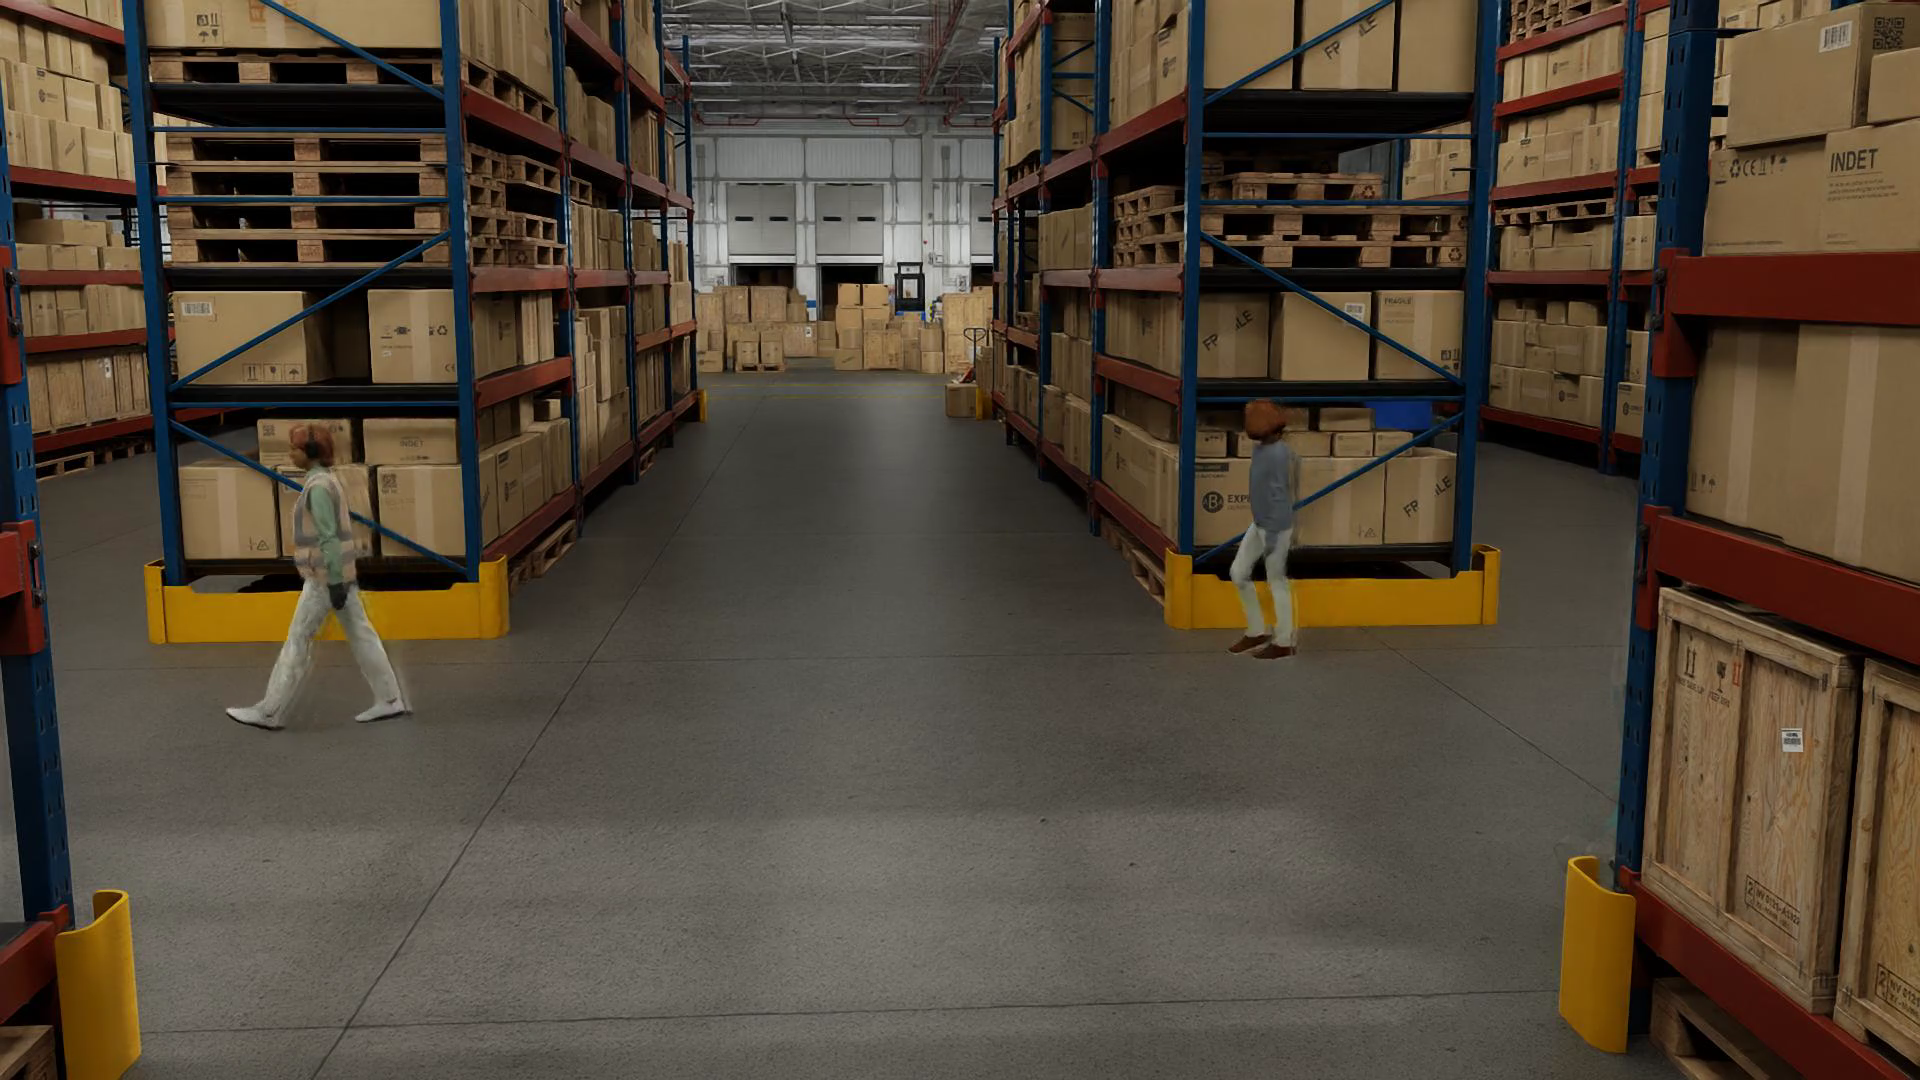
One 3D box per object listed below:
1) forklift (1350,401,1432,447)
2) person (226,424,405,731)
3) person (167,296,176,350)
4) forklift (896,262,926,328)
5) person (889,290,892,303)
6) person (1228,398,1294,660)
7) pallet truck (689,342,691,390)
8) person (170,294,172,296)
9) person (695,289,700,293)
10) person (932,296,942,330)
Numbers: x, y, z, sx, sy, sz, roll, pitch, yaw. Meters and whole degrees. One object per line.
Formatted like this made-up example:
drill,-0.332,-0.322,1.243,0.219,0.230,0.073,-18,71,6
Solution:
forklift,5.293,-2.611,22.228,1.873,2.768,1.129,-1,9,-4
person,-3.345,0.193,8.619,0.878,1.588,0.537,-2,9,-15
person,-24.561,-6.738,51.760,0.469,1.728,0.533,-6,11,-33
forklift,-1.780,-8.547,59.499,1.129,2.768,1.873,-1,9,-4
person,-2.894,-9.145,66.396,1.013,1.876,0.560,-3,10,-20
person,1.827,-0.055,10.129,0.502,1.603,0.522,-1,9,-8
pallet truck,-5.225,-3.008,27.480,1.885,1.965,0.823,2,9,14
person,-29.593,-8.617,62.757,0.400,1.987,0.608,0,9,1
person,-8.454,-7.152,53.802,0.662,1.893,0.945,5,10,27
person,-0.767,-8.177,61.155,0.533,1.612,0.675,-1,9,-6
